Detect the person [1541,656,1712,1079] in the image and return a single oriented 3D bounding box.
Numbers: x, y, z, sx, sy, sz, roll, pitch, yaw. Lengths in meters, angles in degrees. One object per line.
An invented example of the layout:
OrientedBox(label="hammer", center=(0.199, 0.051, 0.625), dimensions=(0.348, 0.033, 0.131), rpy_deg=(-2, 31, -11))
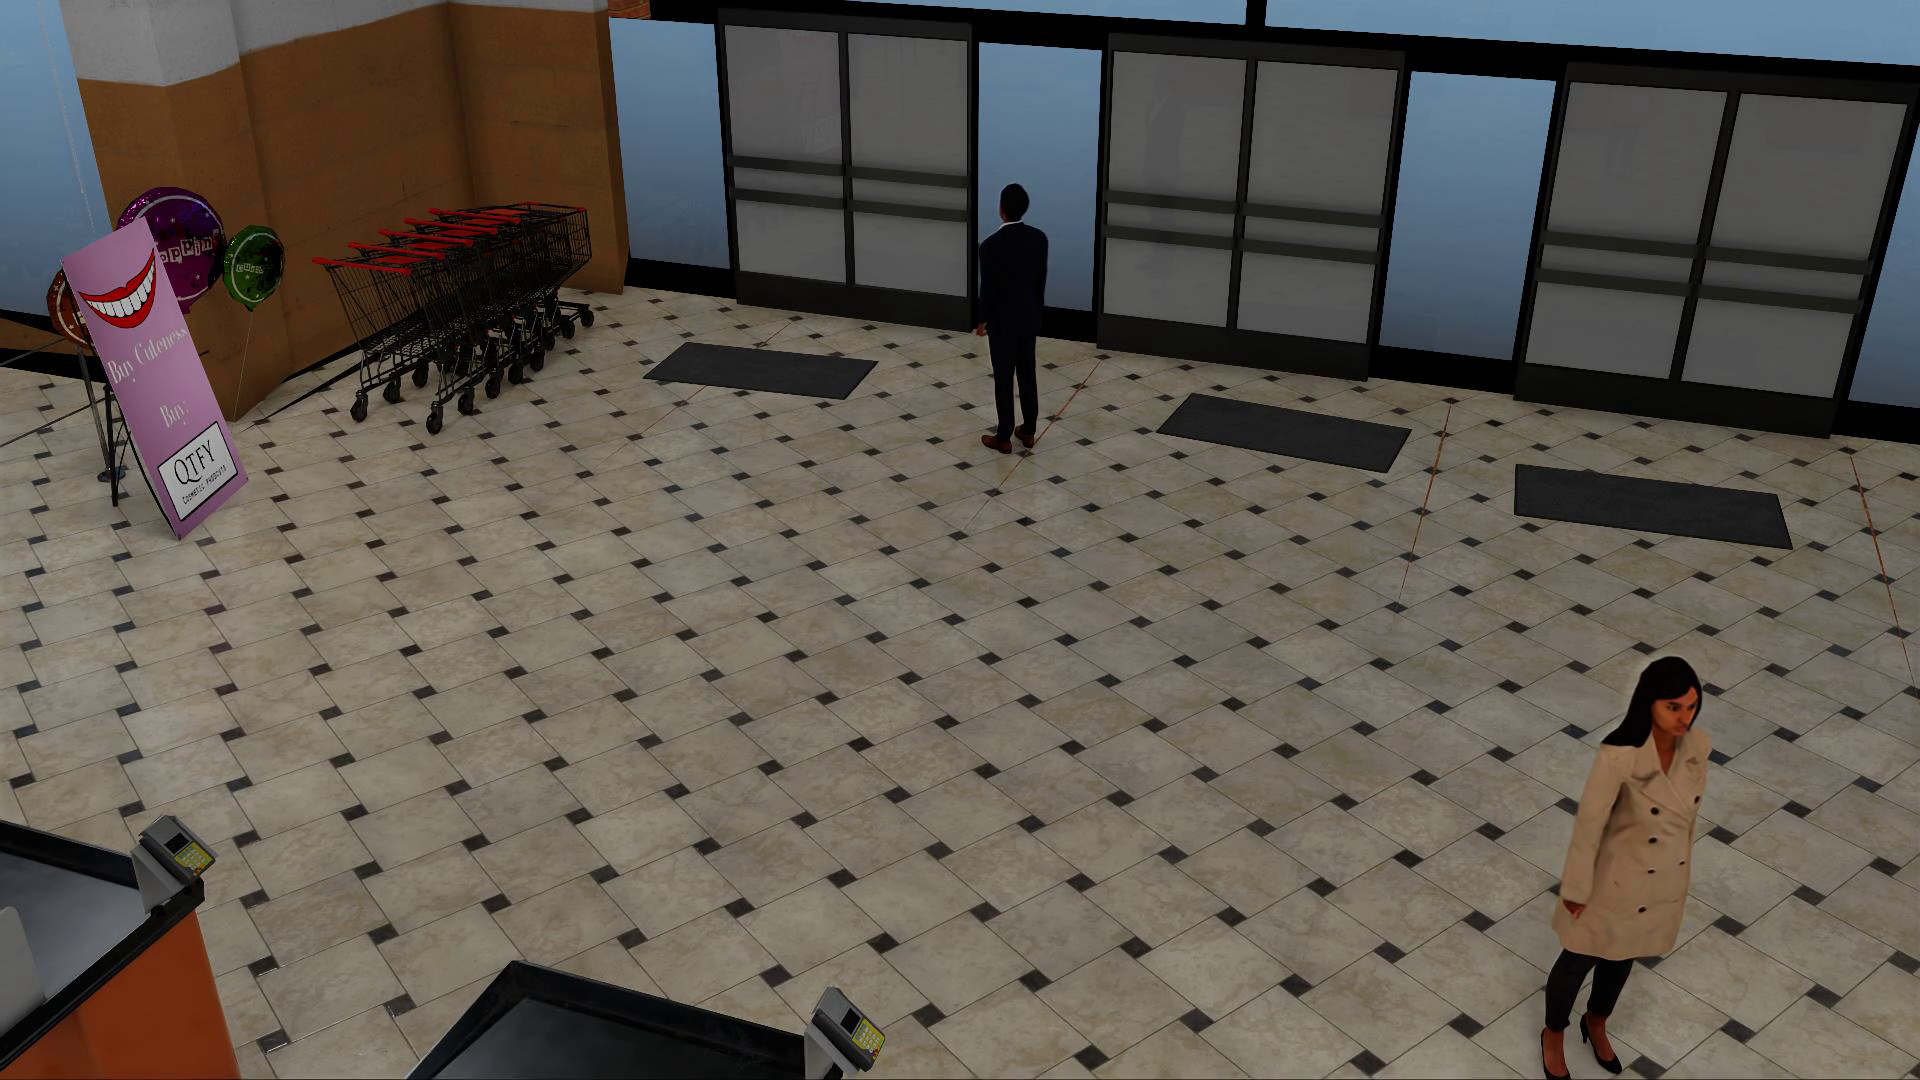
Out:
OrientedBox(label="person", center=(2.224, 1.123, 5.564), dimensions=(0.723, 1.680, 0.745), rpy_deg=(-8, 28, -15))

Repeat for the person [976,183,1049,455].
OrientedBox(label="person", center=(0.336, -1.381, 10.450), dimensions=(0.685, 1.727, 0.766), rpy_deg=(-15, 30, -26))
